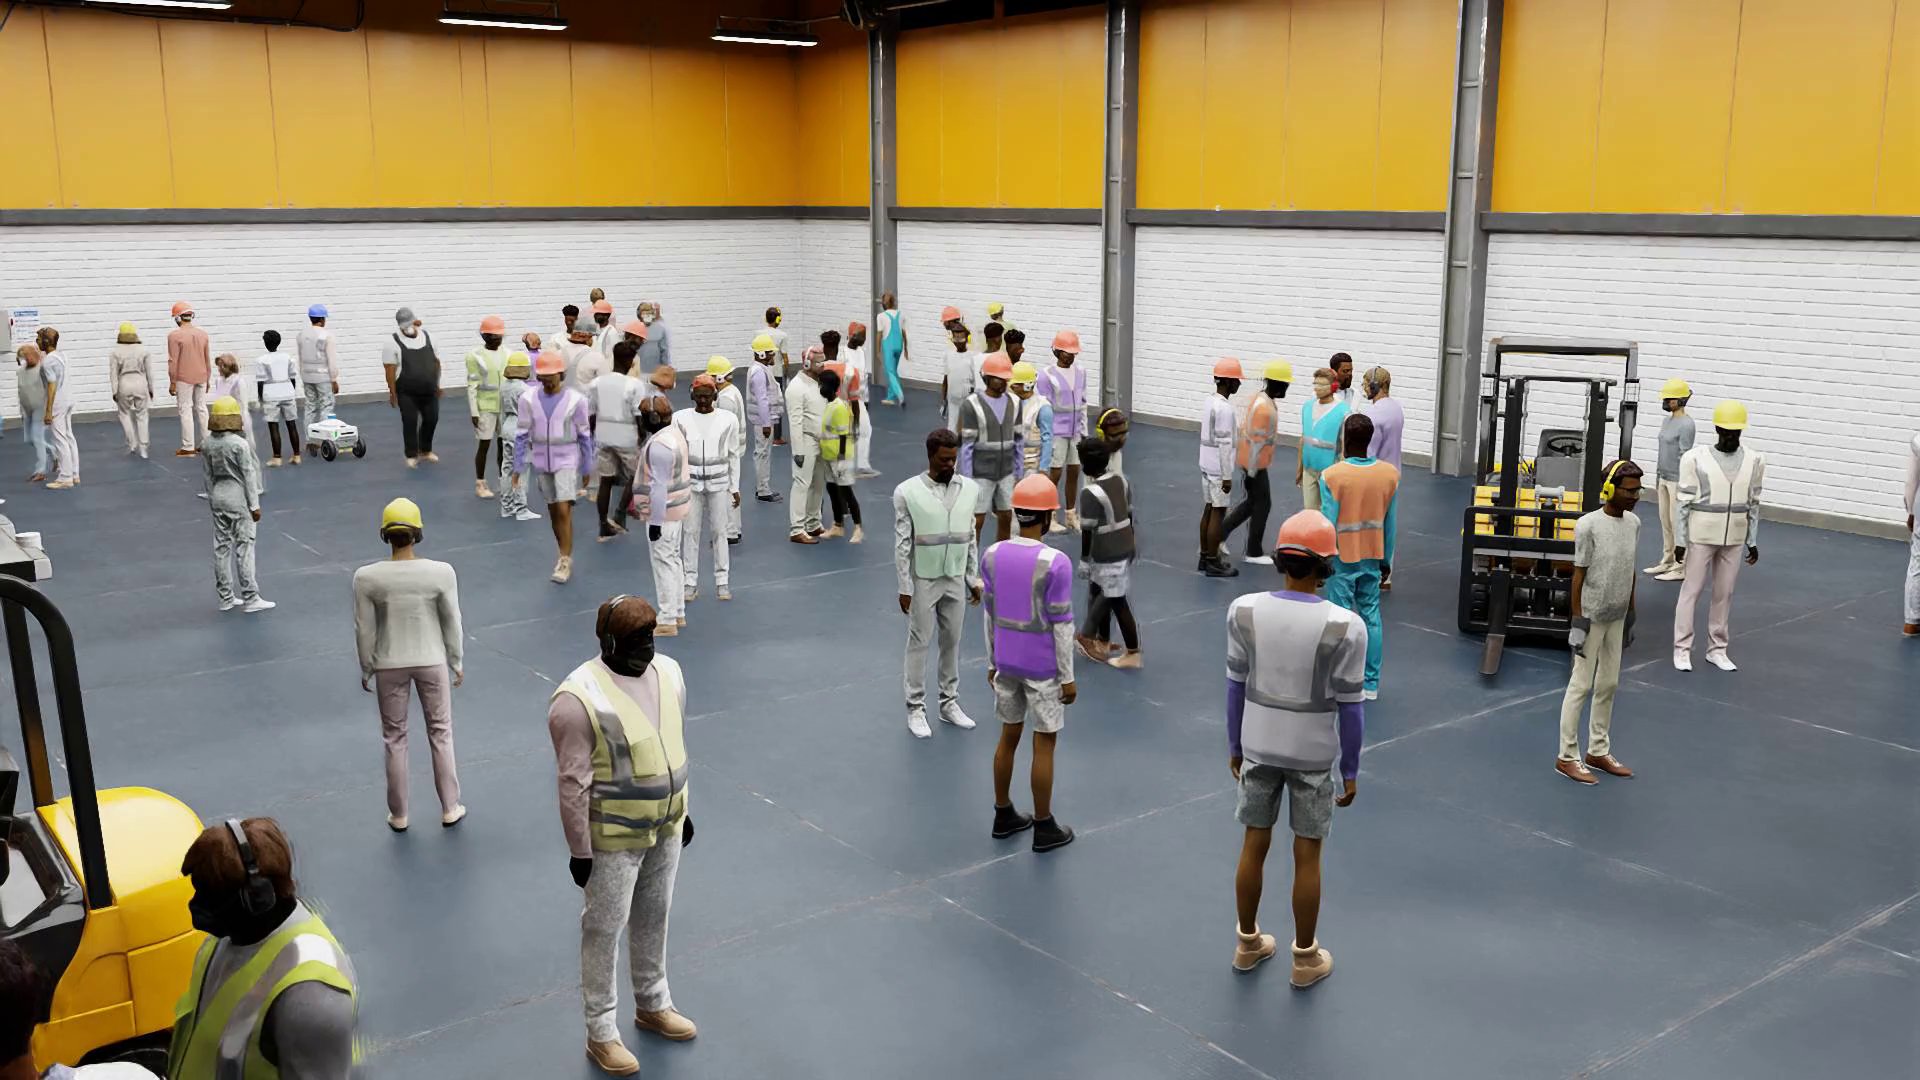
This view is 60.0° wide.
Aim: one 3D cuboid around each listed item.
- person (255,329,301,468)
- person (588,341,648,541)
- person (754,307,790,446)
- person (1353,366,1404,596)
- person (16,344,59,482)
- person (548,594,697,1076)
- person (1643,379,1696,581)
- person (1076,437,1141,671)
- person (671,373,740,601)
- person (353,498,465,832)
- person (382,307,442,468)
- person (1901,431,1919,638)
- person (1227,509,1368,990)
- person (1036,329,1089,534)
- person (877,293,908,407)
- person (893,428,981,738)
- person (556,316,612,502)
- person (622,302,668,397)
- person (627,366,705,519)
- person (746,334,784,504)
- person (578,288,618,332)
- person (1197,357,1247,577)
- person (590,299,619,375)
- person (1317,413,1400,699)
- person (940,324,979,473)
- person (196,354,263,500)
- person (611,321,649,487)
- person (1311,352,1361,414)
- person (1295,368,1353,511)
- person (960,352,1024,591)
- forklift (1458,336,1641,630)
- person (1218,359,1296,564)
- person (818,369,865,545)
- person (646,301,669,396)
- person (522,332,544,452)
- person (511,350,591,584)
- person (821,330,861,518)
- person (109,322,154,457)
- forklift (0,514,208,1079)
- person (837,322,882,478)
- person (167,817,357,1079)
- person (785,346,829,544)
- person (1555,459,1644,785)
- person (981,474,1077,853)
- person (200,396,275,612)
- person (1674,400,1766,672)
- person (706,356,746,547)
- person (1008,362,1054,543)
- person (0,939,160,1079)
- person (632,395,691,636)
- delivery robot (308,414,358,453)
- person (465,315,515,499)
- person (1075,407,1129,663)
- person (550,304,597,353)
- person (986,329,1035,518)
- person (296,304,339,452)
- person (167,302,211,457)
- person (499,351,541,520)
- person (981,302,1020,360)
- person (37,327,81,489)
[{"bbox_3d":[-8.403,-1.742,20.486,0.321,1.696,0.534,9,15,38],"label":"person"},{"bbox_3d":[-3.304,-0.950,16.079,0.764,1.932,0.507,4,12,18],"label":"person"},{"bbox_3d":[-2.516,-2.185,22.246,0.531,1.856,0.330,4,12,19],"label":"person"},{"bbox_3d":[3.472,-0.481,13.847,0.380,1.929,0.636,8,14,33],"label":"person"},{"bbox_3d":[-10.816,-1.503,19.543,0.507,1.615,0.511,6,13,25],"label":"person"},{"bbox_3d":[-1.254,1.104,6.388,0.429,1.841,0.634,8,14,34],"label":"person"},{"bbox_3d":[6.179,-0.523,14.456,0.337,1.757,0.517,0,12,-2],"label":"person"},{"bbox_3d":[1.001,0.101,11.664,0.625,1.654,0.524,6,13,26],"label":"person"},{"bbox_3d":[-2.097,-0.433,13.702,0.573,1.887,0.355,-1,12,-6],"label":"person"},{"bbox_3d":[-2.884,0.655,8.747,0.533,1.765,0.330,-3,12,-16],"label":"person"},{"bbox_3d":[-6.729,-1.908,20.449,0.731,2.000,0.725,-10,16,-41],"label":"person"},{"bbox_3d":[7.341,-0.184,12.375,0.403,1.938,0.602,-7,14,-31],"label":"person"},{"bbox_3d":[1.414,0.879,7.031,0.601,2.036,0.419,6,13,29],"label":"person"},{"bbox_3d":[1.039,-1.065,16.410,0.619,2.029,0.410,-9,15,-38],"label":"person"},{"bbox_3d":[-1.027,-2.988,26.252,0.557,1.811,0.809,-8,14,-33],"label":"person"},{"bbox_3d":[-0.138,0.251,10.333,0.591,1.916,0.393,-7,14,-32],"label":"person"},{"bbox_3d":[-4.090,-1.444,18.207,0.687,2.000,0.535,5,13,24],"label":"person"},{"bbox_3d":[-4.179,-2.215,22.224,0.636,1.928,0.386,-9,15,-37],"label":"person"},{"bbox_3d":[-3.089,-1.008,17.200,0.843,1.580,0.526,-1,12,-7],"label":"person"},{"bbox_3d":[-2.118,-1.317,18.100,0.404,1.833,0.590,-2,12,-10],"label":"person"},{"bbox_3d":[-5.478,-2.858,25.283,0.627,1.940,0.370,3,12,13],"label":"person"},{"bbox_3d":[2.298,-0.638,14.585,0.387,1.931,0.543,-1,12,-6],"label":"person"},{"bbox_3d":[-4.783,-2.261,22.396,0.354,1.942,0.545,-9,15,-38],"label":"person"},{"bbox_3d":[2.593,0.127,10.920,0.600,1.917,0.376,-5,13,-22],"label":"person"},{"bbox_3d":[0.011,-1.565,19.246,0.513,1.860,0.325,5,13,24],"label":"person"},{"bbox_3d":[-7.988,-1.215,18.147,0.541,1.594,0.822,6,13,27],"label":"person"},{"bbox_3d":[-3.813,-1.553,19.093,0.472,1.893,0.662,4,12,18],"label":"person"},{"bbox_3d":[3.420,-0.756,15.181,0.593,1.920,0.391,-9,15,-38],"label":"person"},{"bbox_3d":[3.181,-0.589,14.559,0.389,1.844,0.567,-8,14,-34],"label":"person"},{"bbox_3d":[0.293,-0.575,14.040,0.614,2.034,0.412,-7,14,-30],"label":"person"},{"bbox_3d":[4.683,-0.471,13.136,1.214,2.155,2.313,4,12,20],"label":"forklift"},{"bbox_3d":[2.644,-0.710,15.053,0.724,1.886,0.613,2,12,11],"label":"person"},{"bbox_3d":[-1.132,-0.800,16.008,0.473,1.674,0.586,-5,13,-24],"label":"person"},{"bbox_3d":[-4.178,-2.314,22.763,0.425,1.892,0.658,-2,12,-10],"label":"person"},{"bbox_3d":[-5.318,-1.781,20.838,0.319,1.631,0.524,8,14,34],"label":"person"},{"bbox_3d":[-3.533,-0.625,14.350,0.626,1.997,0.983,1,12,6],"label":"person"},{"bbox_3d":[-1.327,-1.195,17.231,0.609,1.953,0.388,-1,12,-5],"label":"person"},{"bbox_3d":[-10.597,-1.926,21.293,0.505,1.725,0.565,-8,14,-33],"label":"person"},{"bbox_3d":[-3.687,1.115,5.480,2.313,2.155,1.214,-9,15,-36],"label":"forklift"},{"bbox_3d":[-1.263,-1.630,19.572,0.629,1.851,0.662,9,15,37],"label":"person"},{"bbox_3d":[-1.732,1.566,4.188,0.523,1.834,0.639,-9,15,-37],"label":"person"},{"bbox_3d":[-1.410,-0.914,16.016,0.397,1.898,0.635,5,13,25],"label":"person"},{"bbox_3d":[3.665,0.462,9.456,0.509,1.860,0.334,-6,13,-28],"label":"person"},{"bbox_3d":[0.367,0.621,8.518,0.549,1.928,0.388,10,15,40],"label":"person"},{"bbox_3d":[-5.823,-0.288,13.349,0.486,1.744,0.298,4,12,19],"label":"person"},{"bbox_3d":[5.302,-0.024,11.626,0.591,1.925,0.385,0,12,0],"label":"person"},{"bbox_3d":[-2.239,-0.842,15.855,0.403,1.817,0.601,-1,12,-4],"label":"person"},{"bbox_3d":[0.580,-0.718,15.228,0.404,1.826,0.587,-10,15,-40],"label":"person"},{"bbox_3d":[-1.826,1.713,3.313,0.462,1.896,0.655,6,13,27],"label":"person"},{"bbox_3d":[-2.268,-0.190,12.673,0.429,1.833,0.637,0,12,0],"label":"person"},{"bbox_3d":[-7.994,-1.362,21.192,0.707,0.478,0.477,9,15,39],"label":"delivery robot"},{"bbox_3d":[-5.117,-1.458,18.326,0.446,2.030,0.618,10,15,40],"label":"person"},{"bbox_3d":[1.036,-0.032,11.861,0.367,1.847,0.651,4,12,18],"label":"person"},{"bbox_3d":[-4.929,-2.039,21.297,0.599,1.958,0.379,-1,12,-6],"label":"person"},{"bbox_3d":[0.539,-1.213,17.278,0.613,1.962,0.362,-8,14,-33],"label":"person"},{"bbox_3d":[-8.334,-2.100,21.664,0.615,1.933,0.430,5,13,24],"label":"person"},{"bbox_3d":[-9.883,-2.058,21.332,0.408,1.980,0.627,5,13,22],"label":"person"},{"bbox_3d":[-4.561,-1.080,17.207,0.485,1.735,0.356,10,15,41],"label":"person"},{"bbox_3d":[0.640,-2.713,25.079,0.662,1.745,0.459,-2,12,-10],"label":"person"},{"bbox_3d":[-10.300,-1.501,18.959,0.342,1.846,0.508,-2,12,-8],"label":"person"}]
